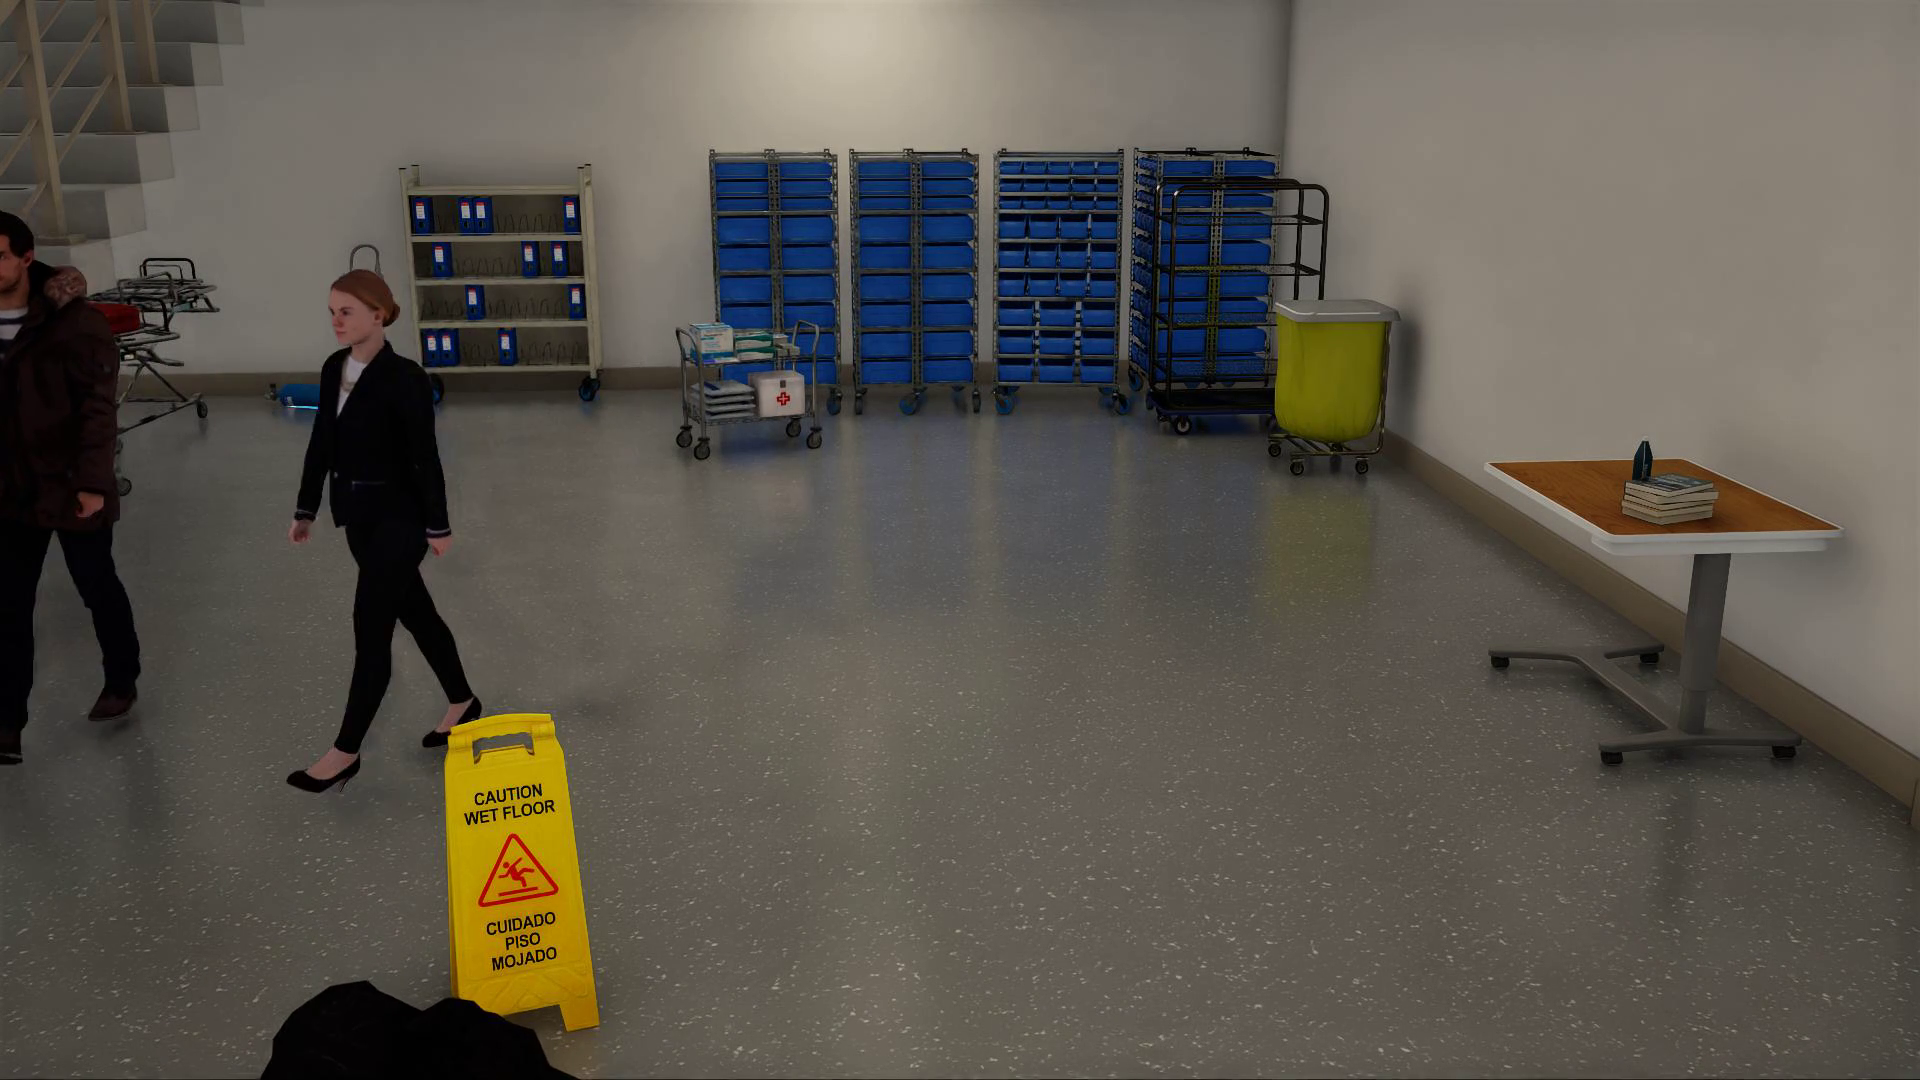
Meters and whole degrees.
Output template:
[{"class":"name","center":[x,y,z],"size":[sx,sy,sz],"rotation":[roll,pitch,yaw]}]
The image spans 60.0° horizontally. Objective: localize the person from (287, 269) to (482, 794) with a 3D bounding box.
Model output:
[{"class":"person","center":[-1.802,-0.034,5.444],"size":[1.041,1.643,1.132],"rotation":[12,19,35]}]

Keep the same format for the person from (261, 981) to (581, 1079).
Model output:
[{"class":"person","center":[-0.222,1.091,1.050],"size":[0.853,1.861,0.591],"rotation":[1,16,2]}]

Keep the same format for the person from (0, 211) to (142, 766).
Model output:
[{"class":"person","center":[-3.083,-0.189,5.706],"size":[0.746,1.800,1.078],"rotation":[-1,16,-3]}]
